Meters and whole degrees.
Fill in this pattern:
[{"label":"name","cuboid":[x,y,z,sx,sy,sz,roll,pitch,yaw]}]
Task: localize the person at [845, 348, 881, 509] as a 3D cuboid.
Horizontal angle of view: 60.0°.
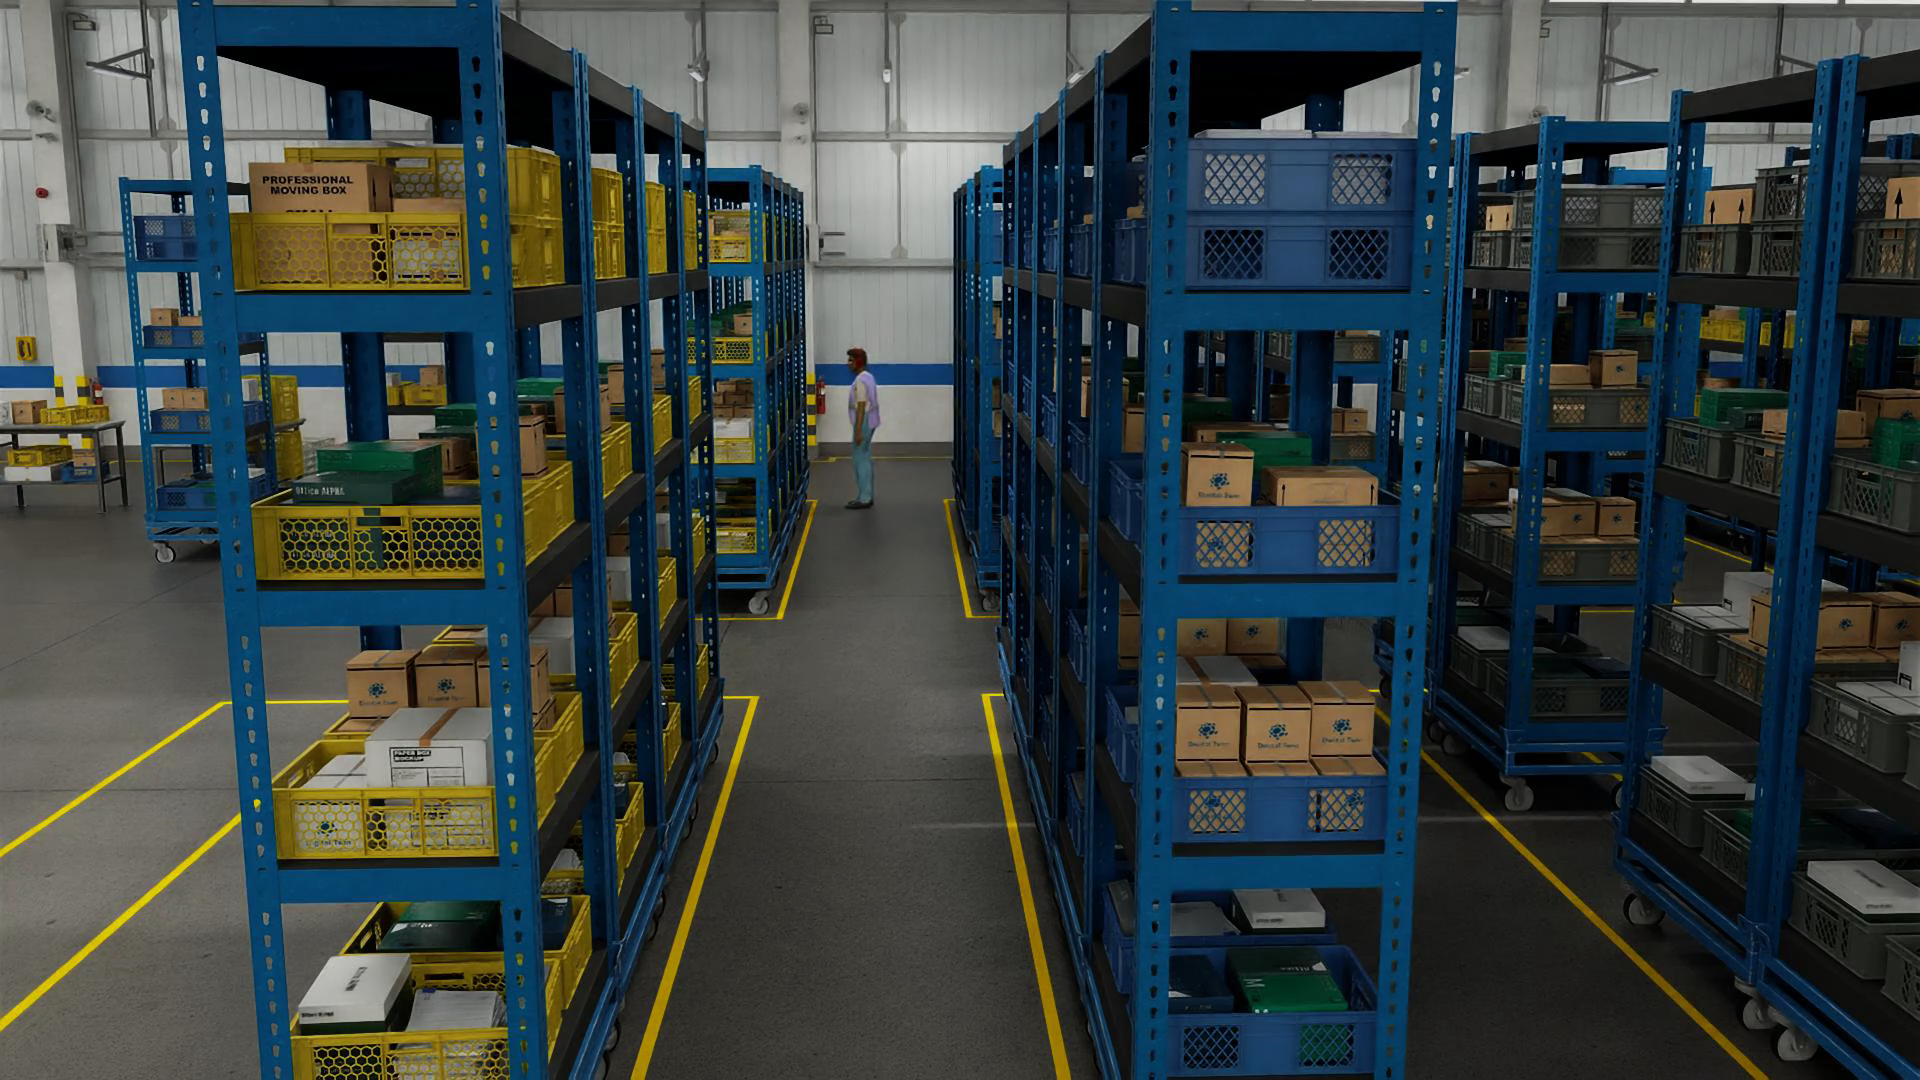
[{"label":"person","cuboid":[-1.107,-1.277,19.045,0.388,1.835,0.569,1,10,5]}]
